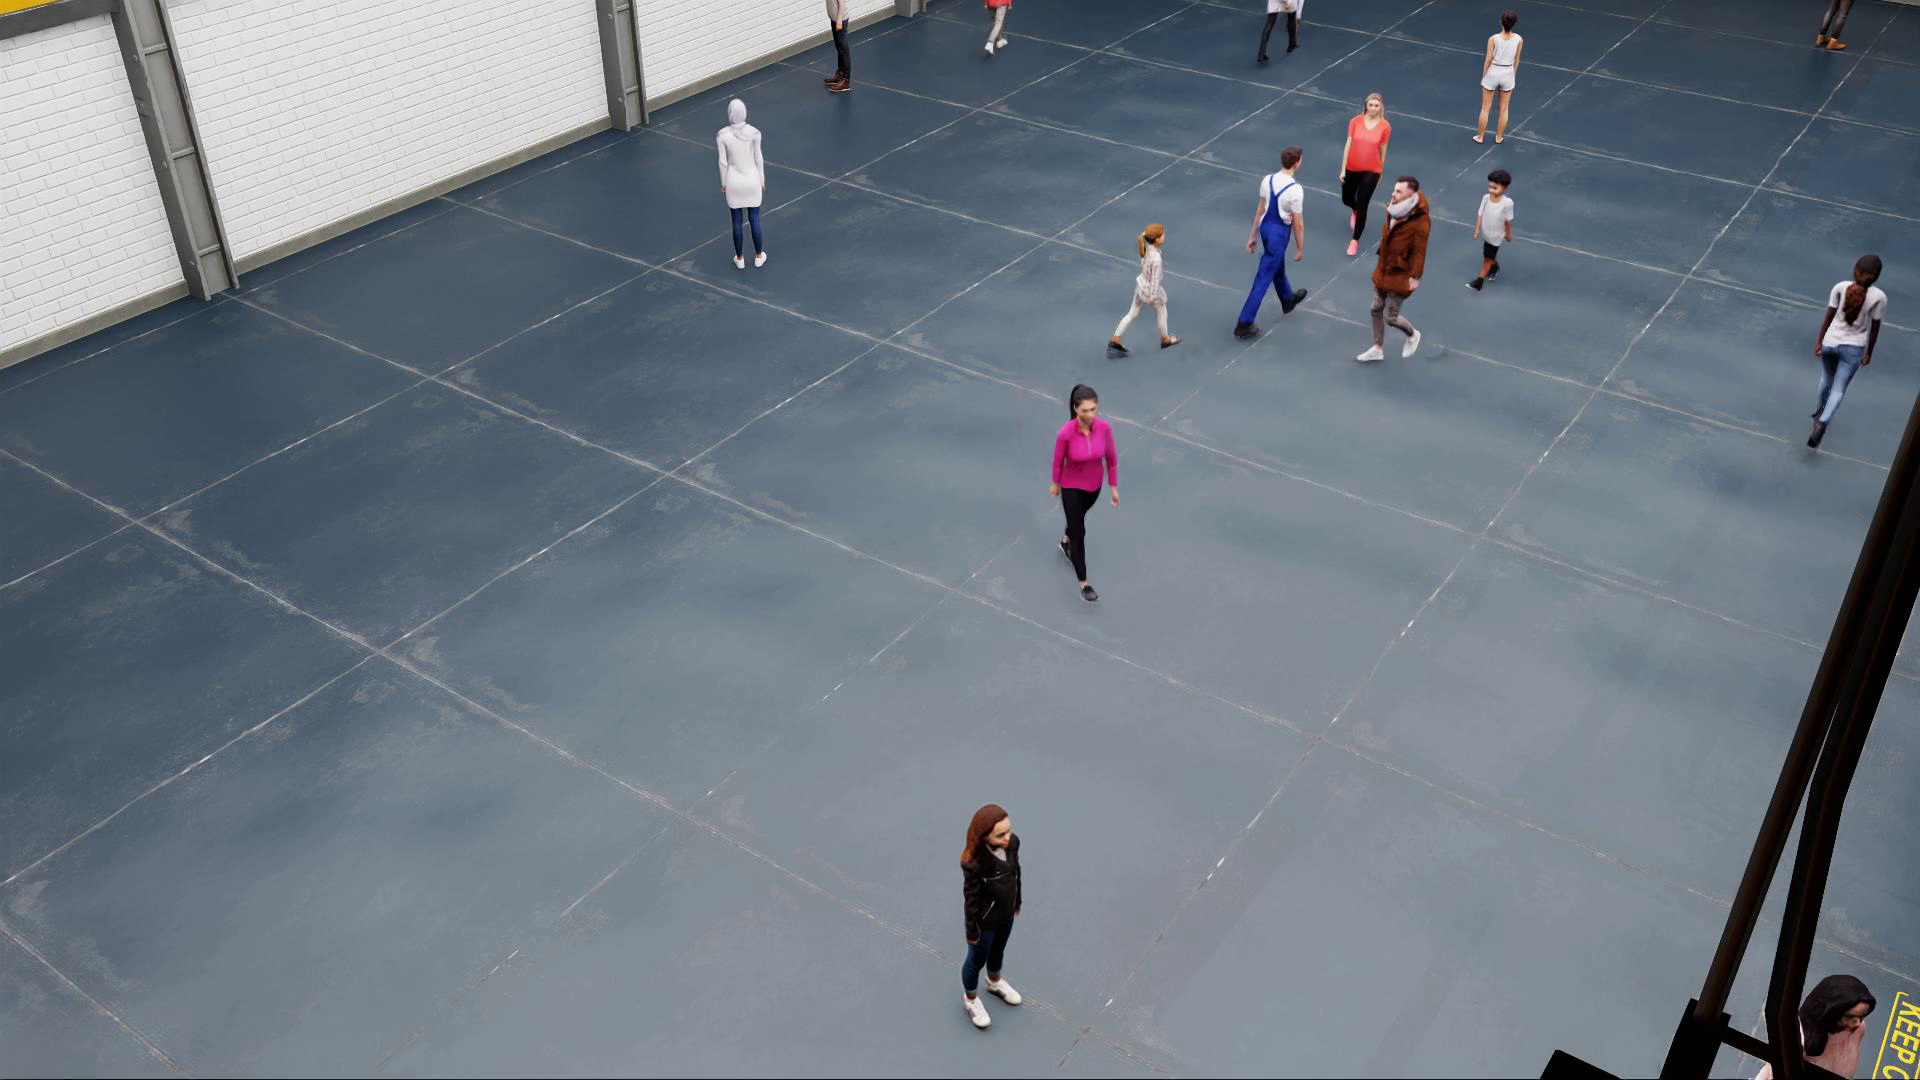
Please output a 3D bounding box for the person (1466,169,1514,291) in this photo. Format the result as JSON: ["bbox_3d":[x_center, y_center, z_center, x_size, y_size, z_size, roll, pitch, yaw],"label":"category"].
[{"bbox_3d":[5.436,-3.161,16.818,0.619,1.233,0.945,25,41,32],"label":"person"}]

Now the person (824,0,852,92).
[{"bbox_3d":[-1.587,-6.854,21.800,0.782,1.868,0.742,-9,35,-13],"label":"person"}]

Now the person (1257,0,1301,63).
[{"bbox_3d":[4.341,-7.382,22.707,0.678,1.743,1.237,24,41,32],"label":"person"}]

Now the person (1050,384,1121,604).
[{"bbox_3d":[0.873,-0.441,12.353,1.155,1.645,1.071,-12,35,-17],"label":"person"}]

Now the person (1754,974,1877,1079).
[{"bbox_3d":[3.792,2.582,7.741,1.142,1.716,1.213,-4,34,-7],"label":"person"}]

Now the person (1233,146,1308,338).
[{"bbox_3d":[2.908,-2.787,15.744,1.363,1.799,0.916,-25,41,-32],"label":"person"}]

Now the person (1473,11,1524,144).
[{"bbox_3d":[6.540,-5.608,20.163,0.660,1.604,0.695,3,34,4],"label":"person"}]

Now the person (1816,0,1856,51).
[{"bbox_3d":[12.434,-7.781,23.336,0.733,1.711,0.687,-8,34,-11],"label":"person"}]

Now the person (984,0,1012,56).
[{"bbox_3d":[0.490,-7.469,23.146,0.577,1.403,0.936,18,38,25],"label":"person"}]

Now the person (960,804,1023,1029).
[{"bbox_3d":[0.157,1.964,8.883,0.627,1.481,0.474,26,42,34],"label":"person"}]

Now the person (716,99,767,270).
[{"bbox_3d":[-2.228,-3.652,17.064,0.684,1.777,0.734,-4,34,-6],"label":"person"}]

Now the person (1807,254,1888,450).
[{"bbox_3d":[7.424,-1.571,14.010,0.618,1.693,1.072,23,40,31],"label":"person"}]

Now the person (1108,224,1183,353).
[{"bbox_3d":[1.691,-2.311,15.501,1.042,1.275,0.899,-11,35,-16],"label":"person"}]

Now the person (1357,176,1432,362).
[{"bbox_3d":[4.048,-2.452,15.219,0.993,1.822,0.909,-16,37,-22],"label":"person"}]

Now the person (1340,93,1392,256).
[{"bbox_3d":[4.244,-3.899,17.529,0.711,1.676,1.076,14,36,20],"label":"person"}]
